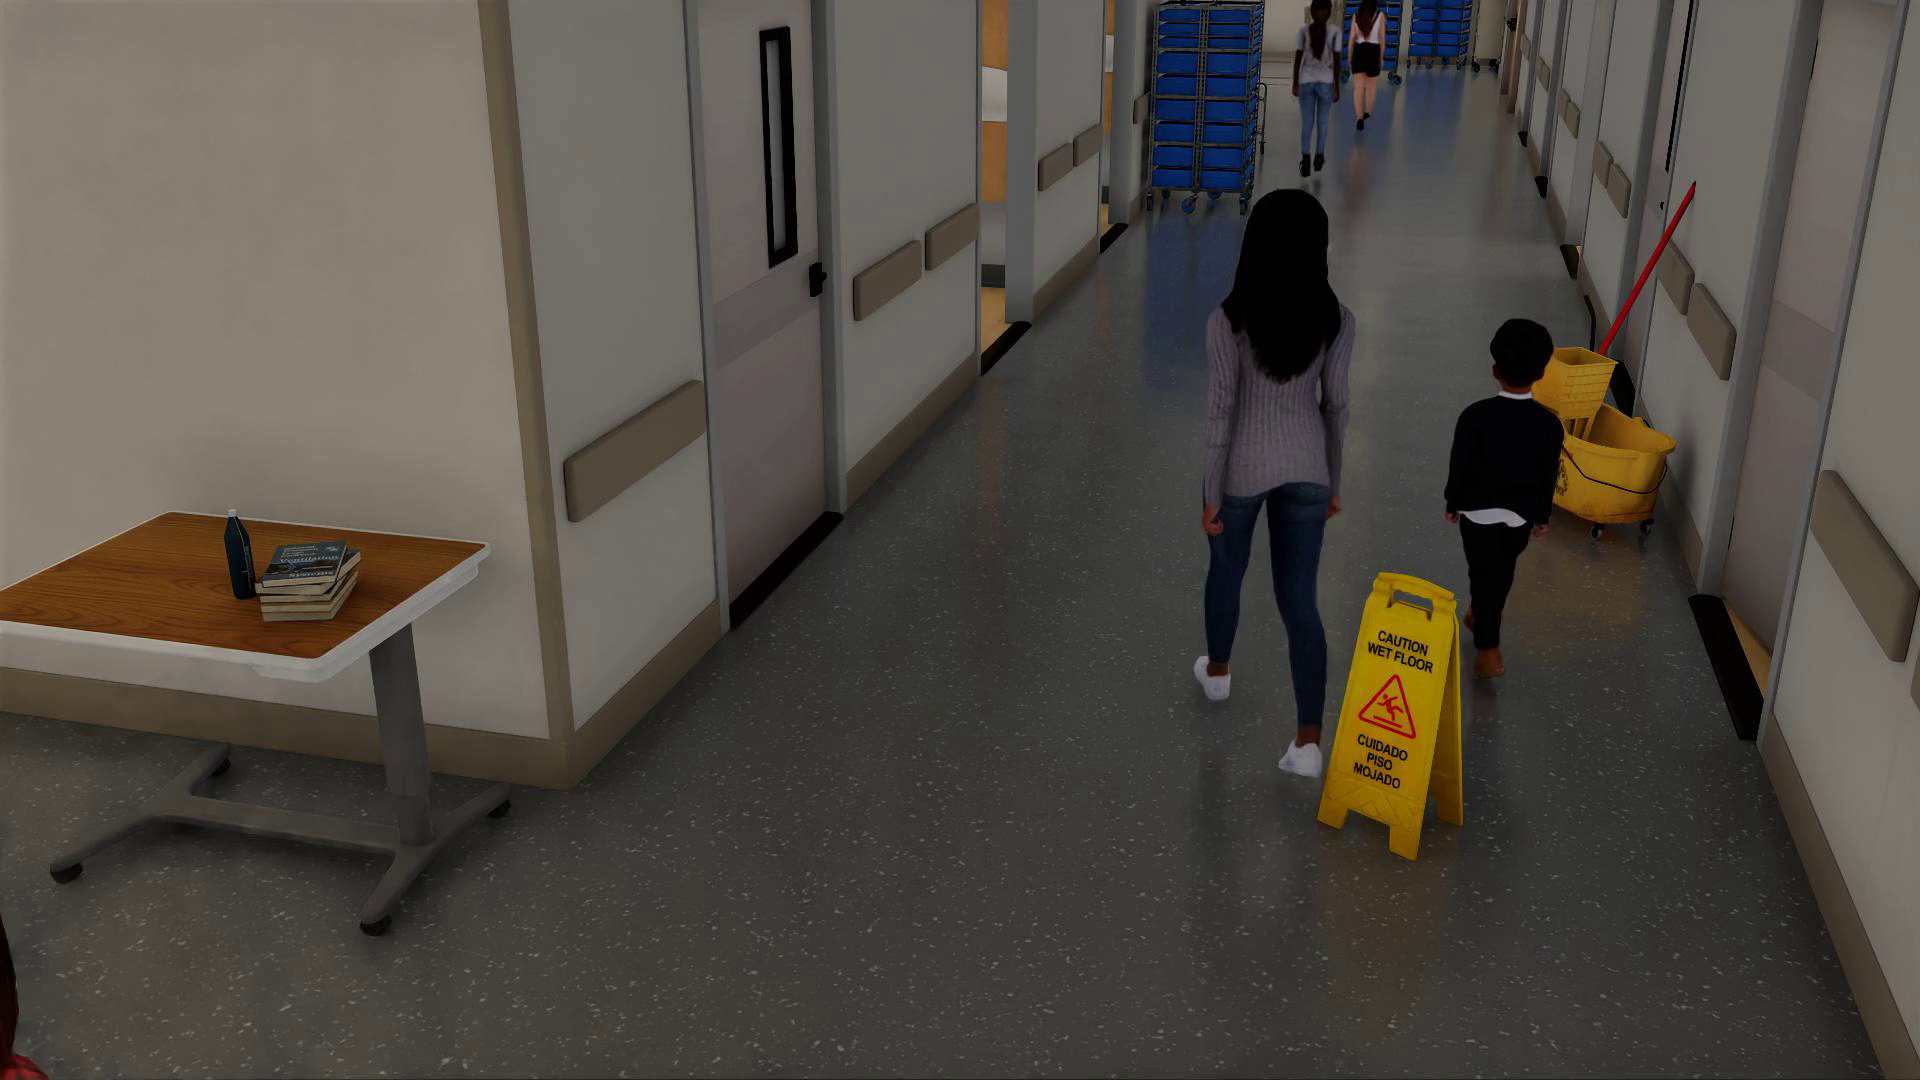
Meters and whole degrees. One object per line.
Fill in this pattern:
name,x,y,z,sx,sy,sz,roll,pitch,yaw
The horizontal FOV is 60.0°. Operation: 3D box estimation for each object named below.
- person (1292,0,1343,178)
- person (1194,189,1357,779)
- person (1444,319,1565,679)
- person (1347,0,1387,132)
person,3.410,-4.311,15.972,0.648,1.676,1.146,4,21,11
person,0.945,-0.114,4.875,0.899,1.687,1.266,-2,21,-4
person,1.814,-0.113,5.554,0.608,1.204,0.865,2,21,4
person,4.719,-5.564,19.383,0.583,1.603,1.078,5,21,13
